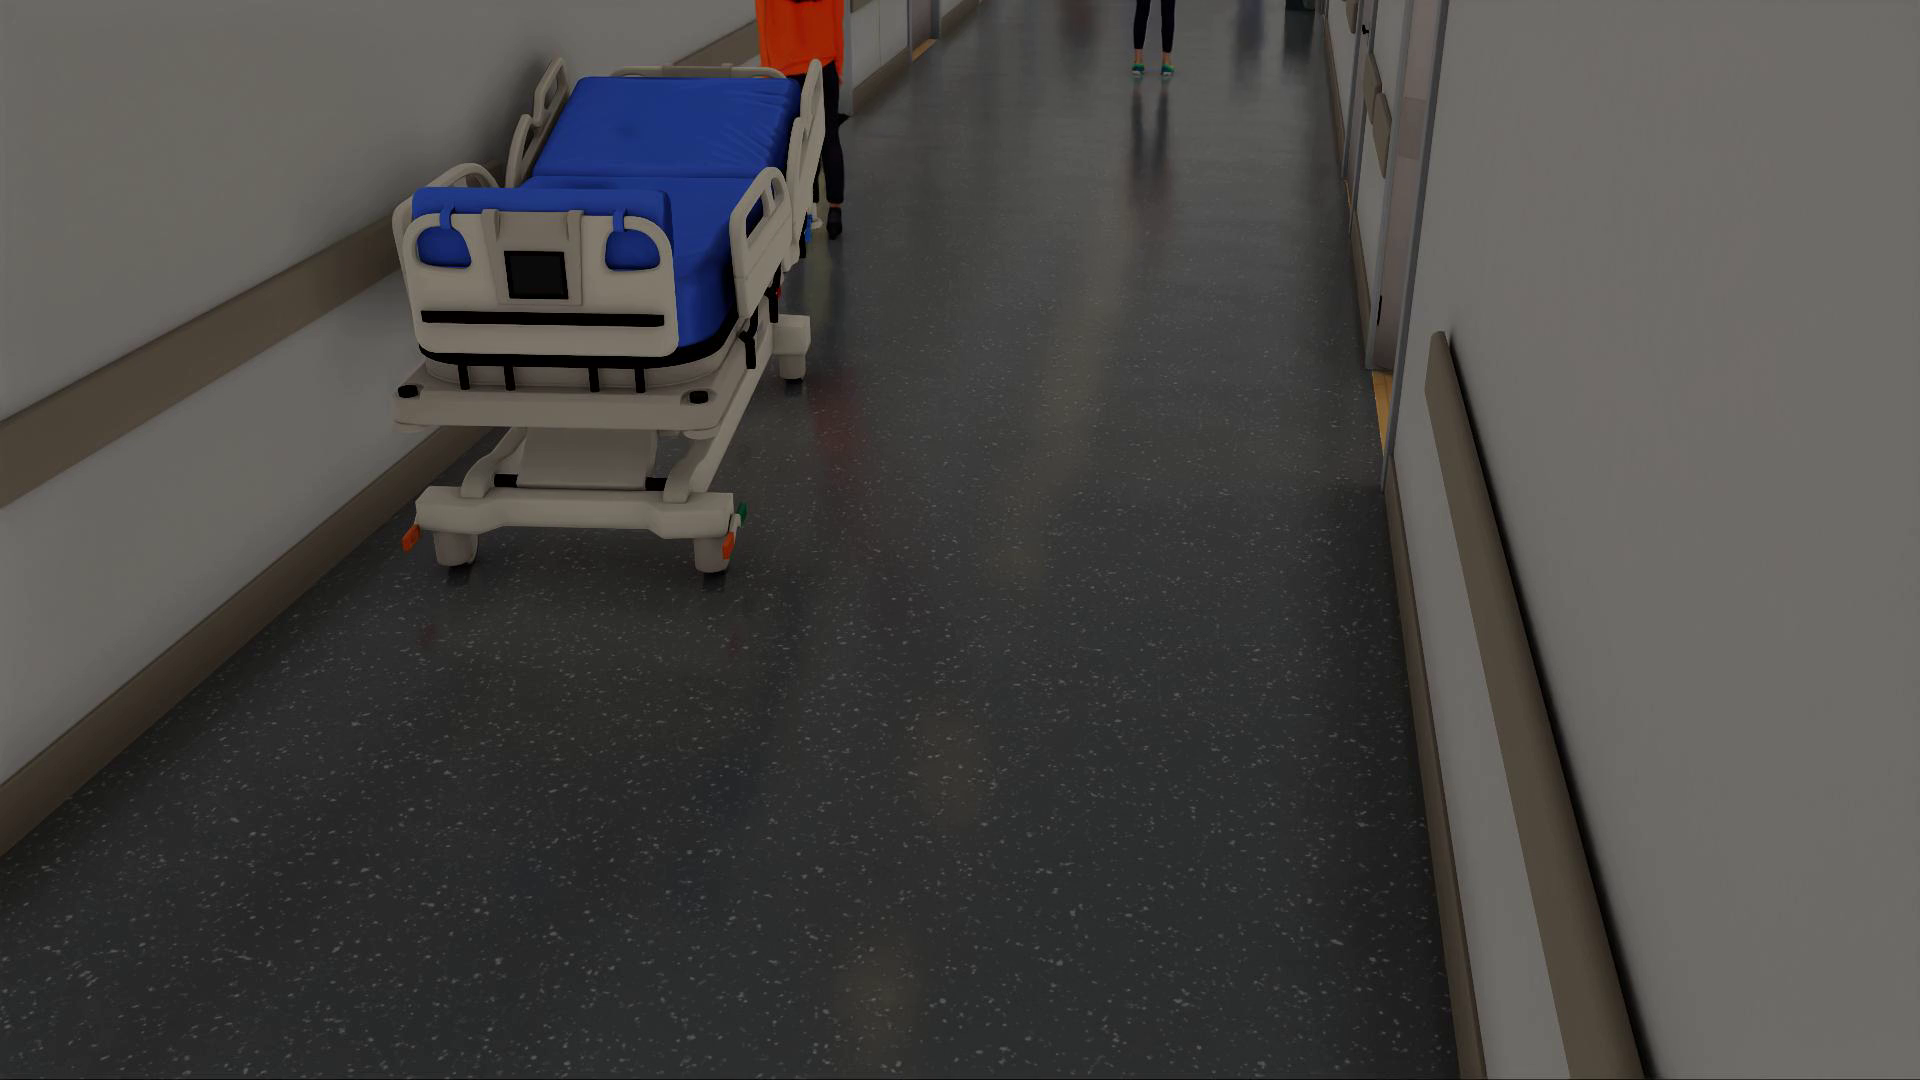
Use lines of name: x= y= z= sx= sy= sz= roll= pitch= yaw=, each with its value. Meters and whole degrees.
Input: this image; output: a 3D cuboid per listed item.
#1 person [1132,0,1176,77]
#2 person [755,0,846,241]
person: x=1.581 y=-4.603 z=13.291 sx=0.484 sy=1.699 sz=0.659 roll=6 pitch=26 yaw=13
person: x=-0.826 y=-2.457 z=8.783 sx=0.647 sy=1.750 sz=0.765 roll=-8 pitch=27 yaw=-16
